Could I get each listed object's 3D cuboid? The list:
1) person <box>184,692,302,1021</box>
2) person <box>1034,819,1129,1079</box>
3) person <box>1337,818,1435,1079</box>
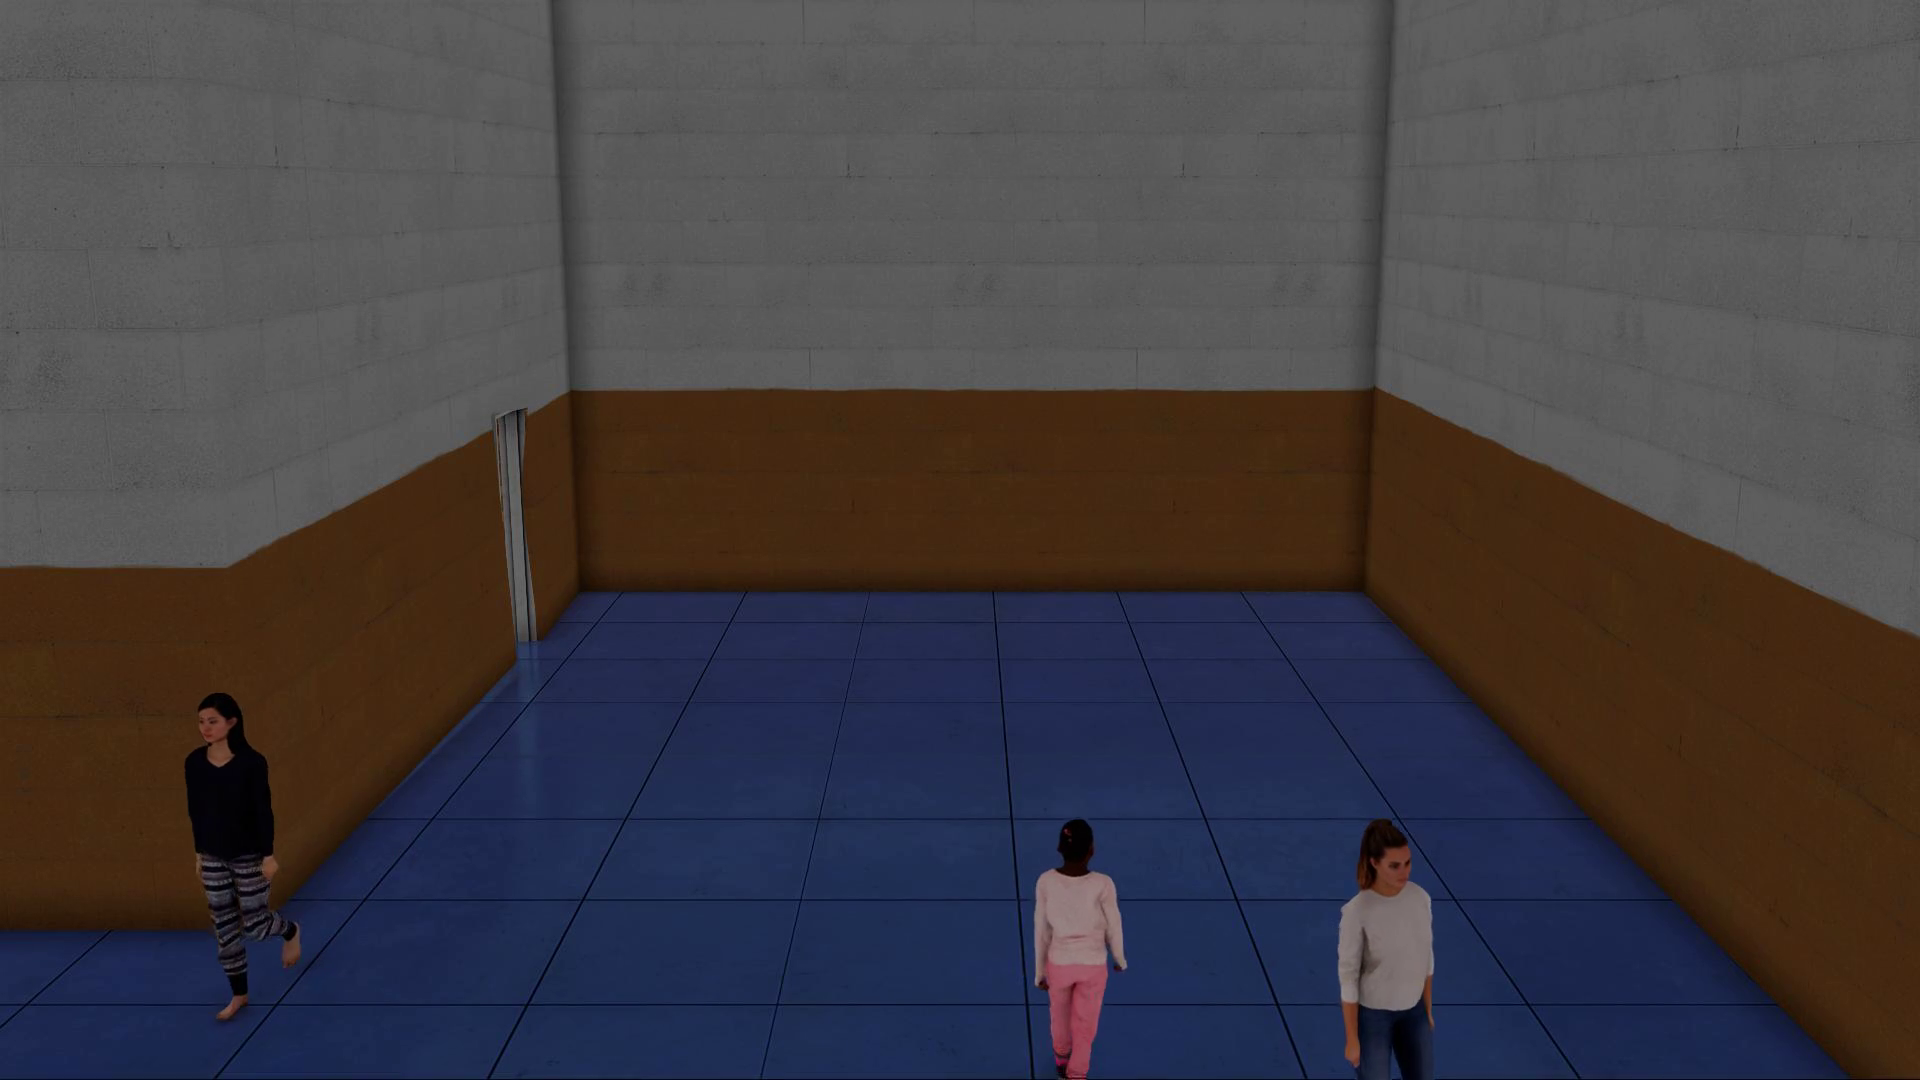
[{"bbox_3d":[-3.774,1.610,8.762,0.852,1.723,0.757,2,12,9],"label":"person"},{"bbox_3d":[0.532,1.985,7.693,0.805,1.431,0.764,4,13,18],"label":"person"},{"bbox_3d":[1.756,1.987,6.985,0.668,1.719,0.801,-5,13,-23],"label":"person"}]
